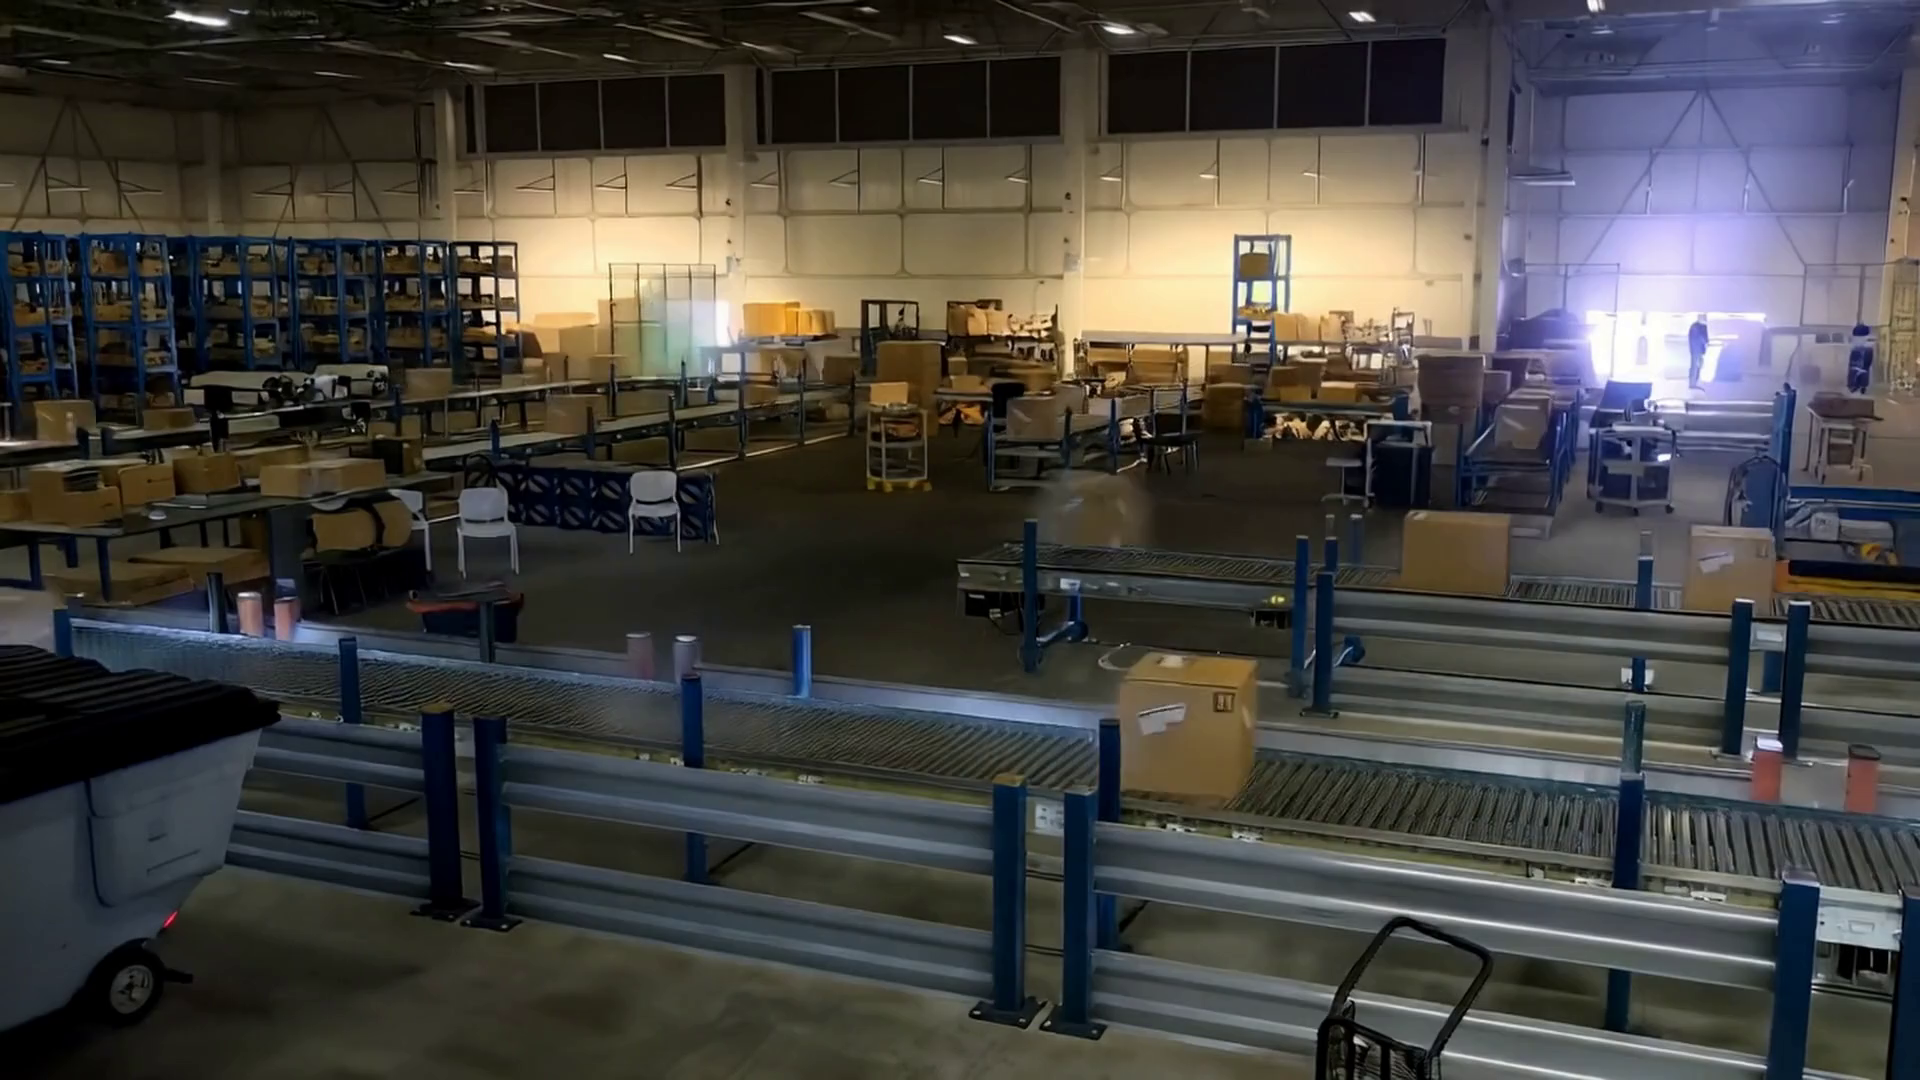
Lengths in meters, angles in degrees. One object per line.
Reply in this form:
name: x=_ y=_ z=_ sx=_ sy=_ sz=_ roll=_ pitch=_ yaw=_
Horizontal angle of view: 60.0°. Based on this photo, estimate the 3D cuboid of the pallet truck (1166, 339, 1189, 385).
pallet truck: x=5.418 y=-4.269 z=40.420 sx=0.704 sy=1.261 sz=1.522 roll=3 pitch=10 yaw=20

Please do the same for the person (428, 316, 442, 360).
person: x=-15.202 y=-5.807 z=48.104 sx=0.393 sy=1.836 sz=0.560 roll=1 pitch=9 yaw=8

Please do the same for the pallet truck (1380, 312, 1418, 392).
pallet truck: x=10.207 y=-4.283 z=38.369 sx=0.823 sy=1.965 sz=1.885 roll=3 pitch=10 yaw=20

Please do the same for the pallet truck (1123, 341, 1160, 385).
pallet truck: x=4.445 y=-4.380 z=41.279 sx=0.680 sy=1.201 sz=1.601 roll=4 pitch=10 yaw=22

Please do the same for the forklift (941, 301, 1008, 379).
forklift: x=0.365 y=-4.966 z=41.571 sx=1.157 sy=1.987 sz=2.680 roll=3 pitch=10 yaw=20

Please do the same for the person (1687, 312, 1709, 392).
person: x=17.868 y=-4.541 z=40.206 sx=0.409 sy=1.907 sz=0.651 roll=0 pitch=9 yaw=-2

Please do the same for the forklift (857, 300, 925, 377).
forklift: x=-1.732 y=-5.109 z=42.468 sx=1.157 sy=1.987 sz=2.680 roll=4 pitch=10 yaw=22

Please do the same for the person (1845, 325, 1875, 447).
person: x=15.070 y=-2.586 z=27.950 sx=0.607 sy=2.044 sz=0.375 roll=-8 pitch=12 yaw=-39

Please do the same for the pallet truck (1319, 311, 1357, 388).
pallet truck: x=9.071 y=-4.419 z=39.190 sx=0.823 sy=1.965 sz=1.885 roll=5 pitch=10 yaw=26

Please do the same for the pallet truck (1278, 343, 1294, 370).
pallet truck: x=7.886 y=-4.163 z=39.743 sx=0.653 sy=1.274 sz=1.630 roll=4 pitch=10 yaw=22
